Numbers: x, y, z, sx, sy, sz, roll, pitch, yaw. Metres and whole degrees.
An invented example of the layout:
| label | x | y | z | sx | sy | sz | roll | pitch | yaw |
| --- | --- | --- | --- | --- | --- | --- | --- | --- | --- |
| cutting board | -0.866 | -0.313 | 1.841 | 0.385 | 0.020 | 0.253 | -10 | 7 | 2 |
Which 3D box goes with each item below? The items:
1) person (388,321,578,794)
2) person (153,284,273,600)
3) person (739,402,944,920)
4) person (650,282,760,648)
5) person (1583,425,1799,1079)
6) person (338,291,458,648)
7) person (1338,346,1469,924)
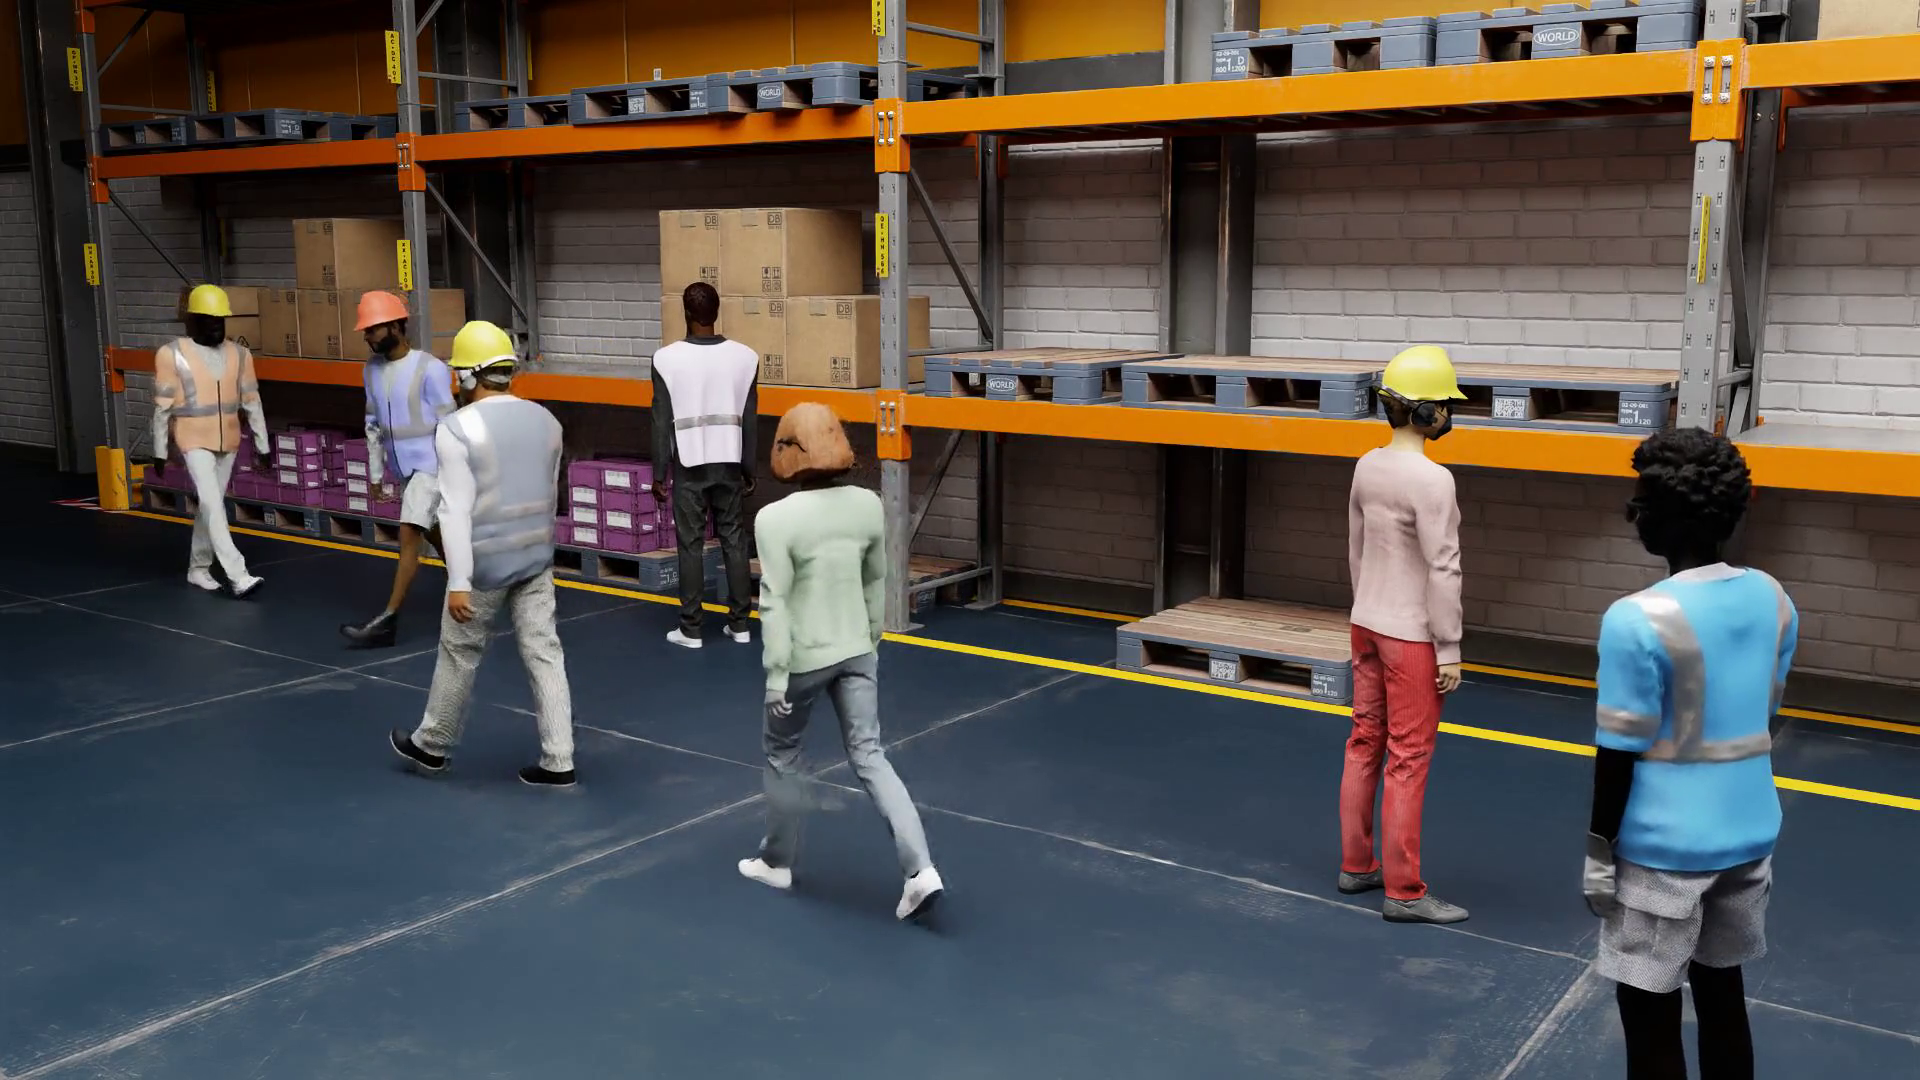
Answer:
| label | x | y | z | sx | sy | sz | roll | pitch | yaw |
| --- | --- | --- | --- | --- | --- | --- | --- | --- | --- |
| person | -1.836 | 0.066 | 6.380 | 0.897 | 1.789 | 0.619 | 7 | 12 | 34 |
| person | -4.450 | -0.583 | 9.989 | 0.981 | 1.872 | 0.608 | 6 | 11 | 34 |
| person | -0.384 | 0.372 | 5.144 | 0.508 | 1.598 | 0.832 | -9 | 13 | -41 |
| person | -1.326 | -0.387 | 8.728 | 0.589 | 1.913 | 0.378 | -5 | 11 | -27 |
| person | 1.479 | 0.615 | 3.417 | 0.538 | 1.698 | 0.319 | -5 | 11 | -30 |
| person | -2.893 | -0.390 | 8.898 | 0.603 | 1.868 | 1.015 | 5 | 11 | 29 |
| person | 1.378 | 0.290 | 5.130 | 0.309 | 1.769 | 0.523 | -3 | 10 | -17 |
